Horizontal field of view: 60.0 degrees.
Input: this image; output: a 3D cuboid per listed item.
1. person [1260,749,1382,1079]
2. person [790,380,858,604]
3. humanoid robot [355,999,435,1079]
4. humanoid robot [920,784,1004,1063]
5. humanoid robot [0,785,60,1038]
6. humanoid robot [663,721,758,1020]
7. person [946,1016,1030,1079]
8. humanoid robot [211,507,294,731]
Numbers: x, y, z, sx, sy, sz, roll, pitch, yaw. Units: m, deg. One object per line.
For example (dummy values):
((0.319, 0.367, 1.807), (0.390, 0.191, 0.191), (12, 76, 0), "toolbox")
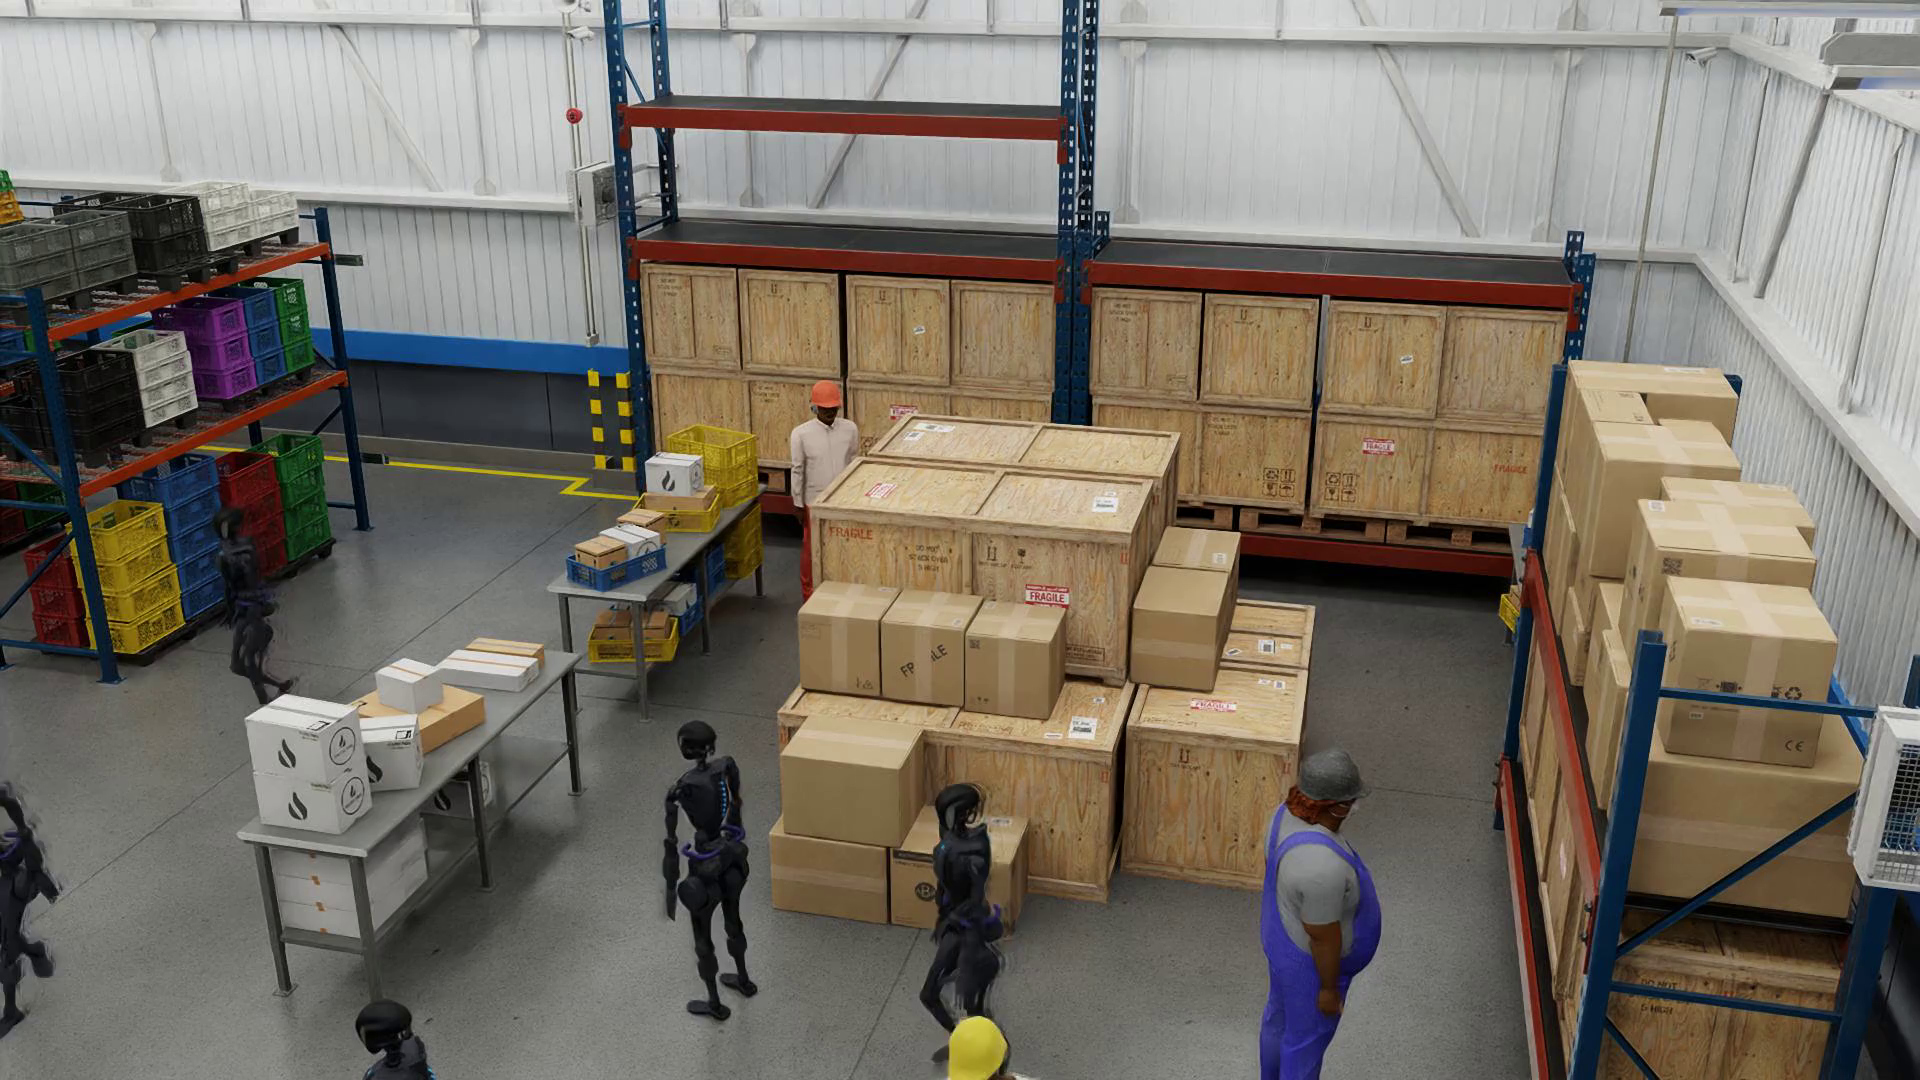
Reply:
((1.655, 1.874, 7.665), (0.537, 2.000, 0.675), (-2, 21, -5), "person")
((-1.074, -0.335, 13.506), (0.611, 1.995, 0.389), (-12, 24, -28), "person")
((-2.141, 2.507, 6.496), (0.315, 1.656, 0.610), (-1, 21, -2), "humanoid robot")
((-0.022, 1.935, 8.008), (0.445, 1.650, 0.596), (-10, 23, -24), "humanoid robot")
((-5.039, 1.715, 8.650), (0.590, 1.618, 0.727), (-1, 21, -3), "humanoid robot")
((-1.316, 1.688, 8.645), (0.356, 1.654, 0.563), (14, 25, 33), "humanoid robot")
((0.114, 2.553, 6.279), (0.534, 1.748, 0.399), (4, 21, 10), "person")
((-4.985, 0.534, 11.680), (0.375, 1.651, 0.612), (-16, 26, -36), "humanoid robot")
